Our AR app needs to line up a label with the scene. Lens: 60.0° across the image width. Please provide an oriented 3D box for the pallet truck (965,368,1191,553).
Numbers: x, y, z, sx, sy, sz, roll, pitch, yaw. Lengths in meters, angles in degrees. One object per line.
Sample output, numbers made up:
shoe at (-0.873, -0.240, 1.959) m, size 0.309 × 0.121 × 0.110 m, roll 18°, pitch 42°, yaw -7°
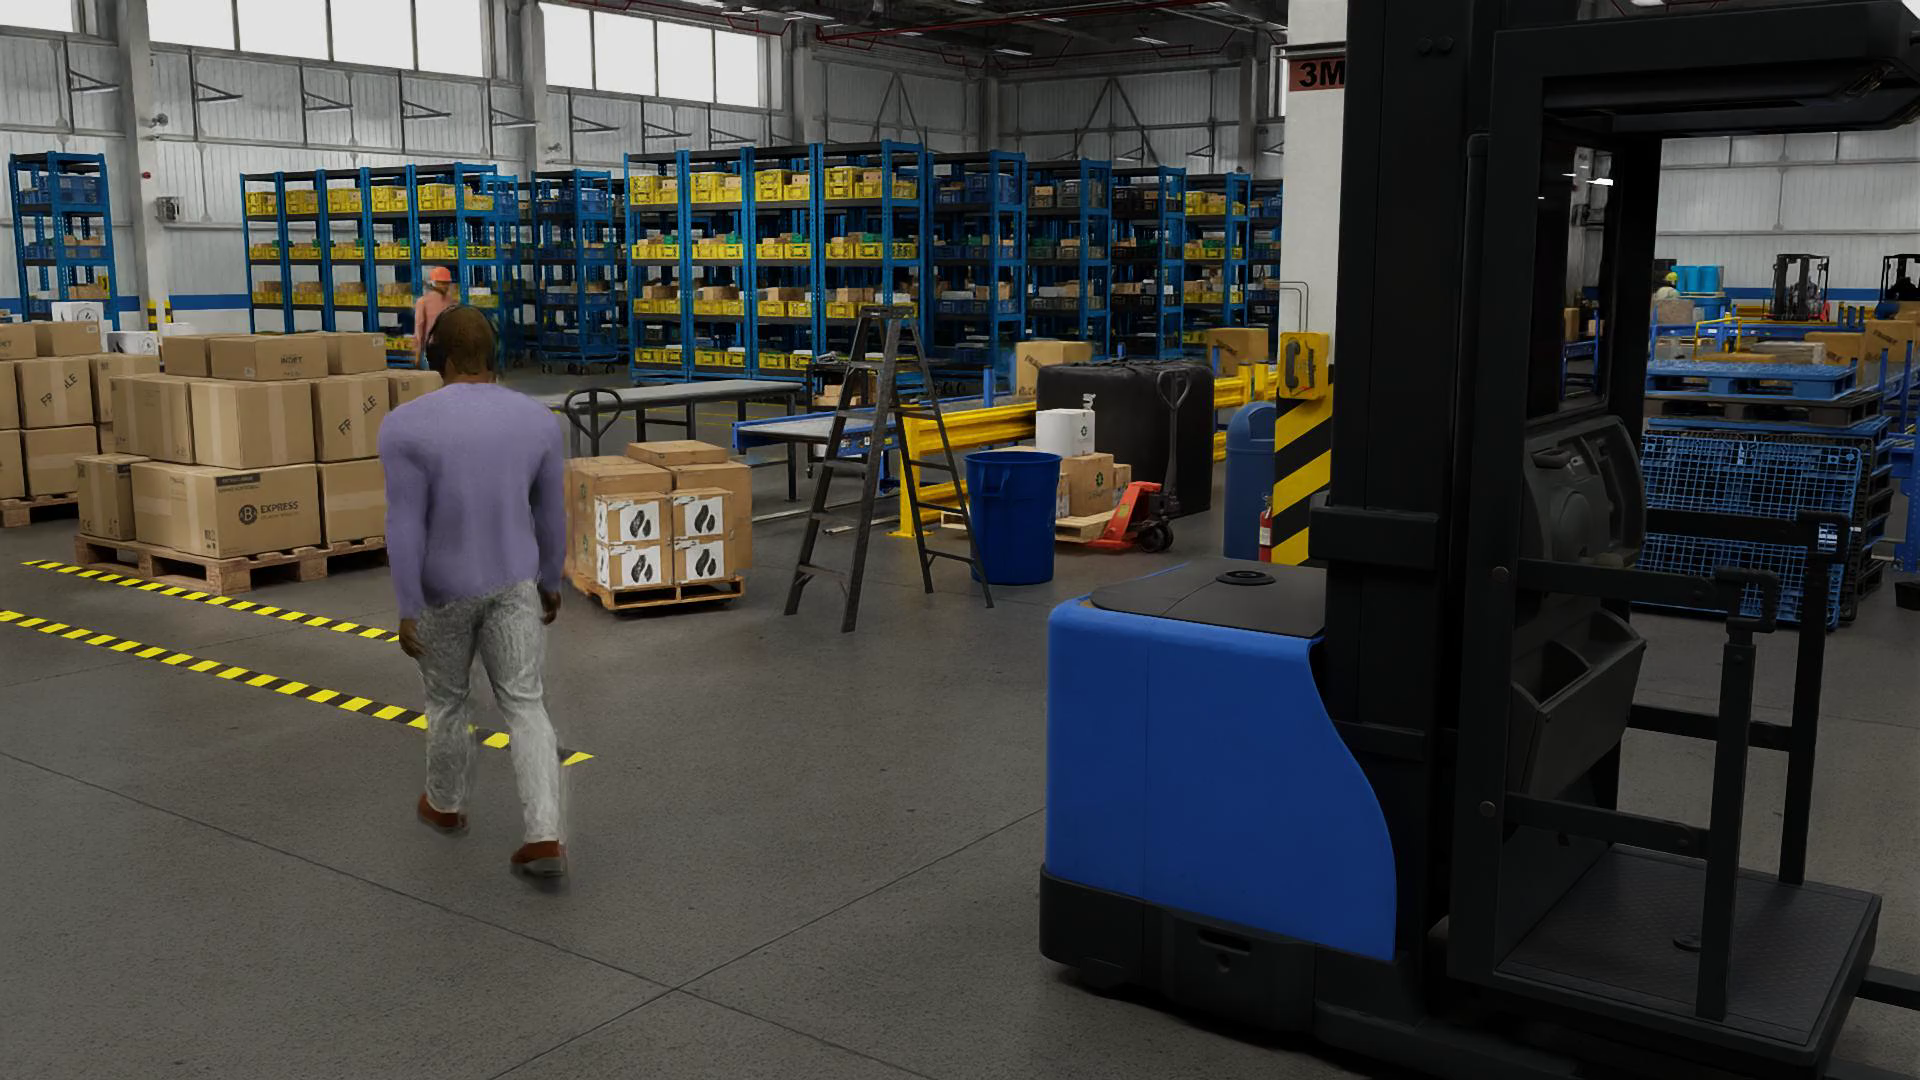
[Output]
pallet truck at (0.845, -0.609, 11.869) m, size 1.630 × 1.274 × 0.653 m, roll 7°, pitch 12°, yaw 35°

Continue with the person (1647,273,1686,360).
person at (14.369, -4.545, 33.857) m, size 0.923 × 1.790 × 0.593 m, roll -3°, pitch 10°, yaw -18°

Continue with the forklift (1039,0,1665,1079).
forklift at (1.249, -0.137, 4.360) m, size 1.873 × 2.768 × 1.129 m, roll 7°, pitch 12°, yaw 35°

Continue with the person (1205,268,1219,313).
person at (6.922, -6.550, 45.712) m, size 0.605 × 1.812 × 0.820 m, roll 5°, pitch 11°, yaw 26°

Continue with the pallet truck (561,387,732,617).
pallet truck at (-1.981, -0.274, 10.088) m, size 0.680 × 1.201 × 1.601 m, roll -5°, pitch 11°, yaw -28°

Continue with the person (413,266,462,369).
person at (-6.012, -2.226, 19.554) m, size 0.981 × 1.946 × 0.652 m, roll 7°, pitch 12°, yaw 35°

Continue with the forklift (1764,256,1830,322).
forklift at (20.253, -5.854, 40.139) m, size 1.157 × 1.987 × 2.680 m, roll 7°, pitch 12°, yaw 35°

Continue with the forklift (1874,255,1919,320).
forklift at (22.089, -5.634, 38.796) m, size 1.157 × 1.987 × 2.680 m, roll 6°, pitch 11°, yaw 33°

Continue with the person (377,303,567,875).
person at (-1.597, 0.159, 5.570) m, size 0.651 × 1.890 × 1.034 m, roll -7°, pitch 12°, yaw -35°
